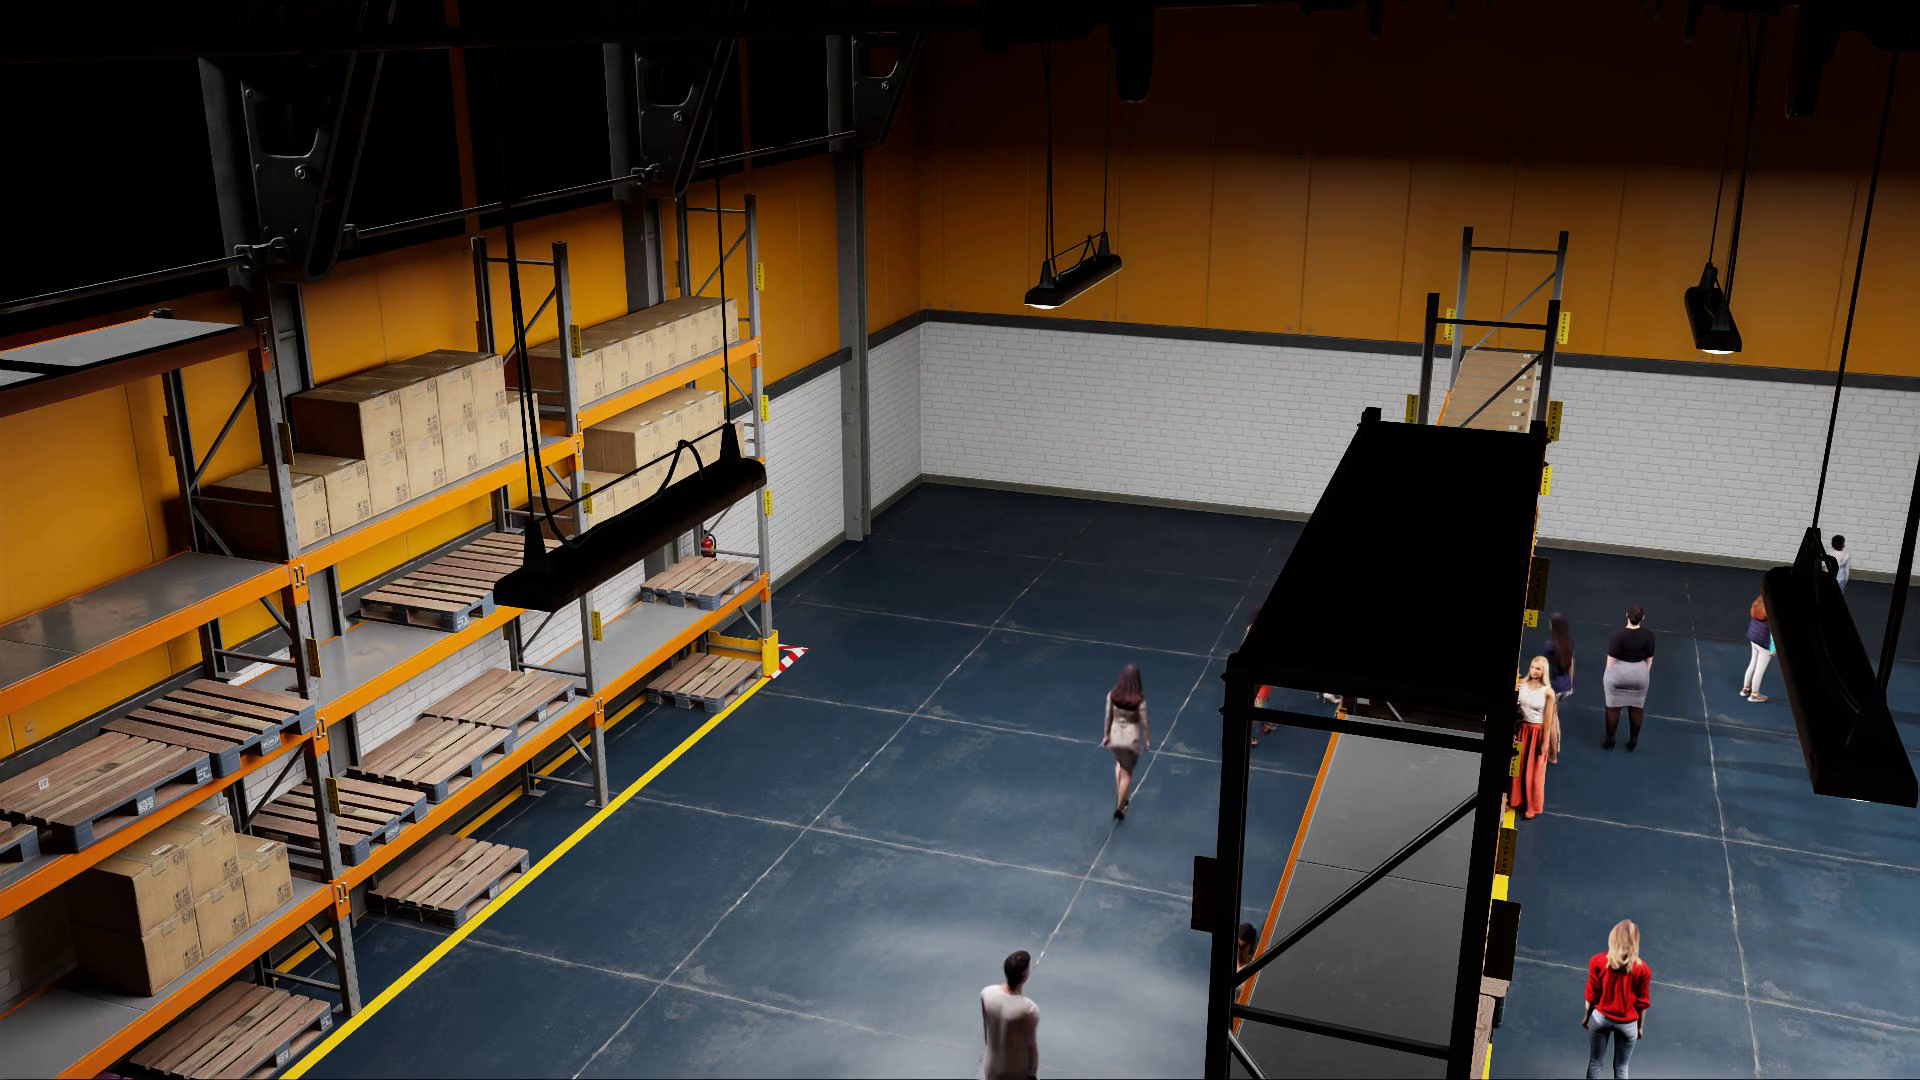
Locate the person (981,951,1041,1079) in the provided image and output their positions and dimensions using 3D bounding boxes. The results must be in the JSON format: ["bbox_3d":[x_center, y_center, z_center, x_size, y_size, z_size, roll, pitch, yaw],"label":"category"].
[{"bbox_3d":[0.312,3.832,11.993,0.832,1.810,0.985,12,22,31],"label":"person"}]

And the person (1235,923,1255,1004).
[{"bbox_3d":[2.121,3.669,12.737,0.570,1.644,0.522,8,20,22],"label":"person"}]

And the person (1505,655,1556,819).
[{"bbox_3d":[5.956,2.035,17.347,0.753,1.800,0.730,-16,24,-39],"label":"person"}]

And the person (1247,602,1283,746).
[{"bbox_3d":[3.404,1.546,18.952,1.017,1.702,0.912,-12,22,-31],"label":"person"}]

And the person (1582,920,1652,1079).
[{"bbox_3d":[4.976,3.664,12.659,0.624,1.705,0.511,8,20,22],"label":"person"}]

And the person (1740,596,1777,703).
[{"bbox_3d":[9.746,1.235,20.195,0.715,1.498,0.623,-1,19,-2],"label":"person"}]

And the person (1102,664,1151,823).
[{"bbox_3d":[1.674,2.137,17.159,0.689,1.727,0.766,10,21,28],"label":"person"}]

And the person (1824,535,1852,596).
[{"bbox_3d":[11.901,0.540,22.634,0.490,1.259,0.503,5,19,13],"label":"person"}]

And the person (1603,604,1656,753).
[{"bbox_3d":[7.559,1.560,18.821,0.719,1.760,0.694,2,19,6],"label":"person"}]

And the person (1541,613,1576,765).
[{"bbox_3d":[6.660,1.687,18.455,0.698,1.751,0.758,-8,20,-22],"label":"person"}]
